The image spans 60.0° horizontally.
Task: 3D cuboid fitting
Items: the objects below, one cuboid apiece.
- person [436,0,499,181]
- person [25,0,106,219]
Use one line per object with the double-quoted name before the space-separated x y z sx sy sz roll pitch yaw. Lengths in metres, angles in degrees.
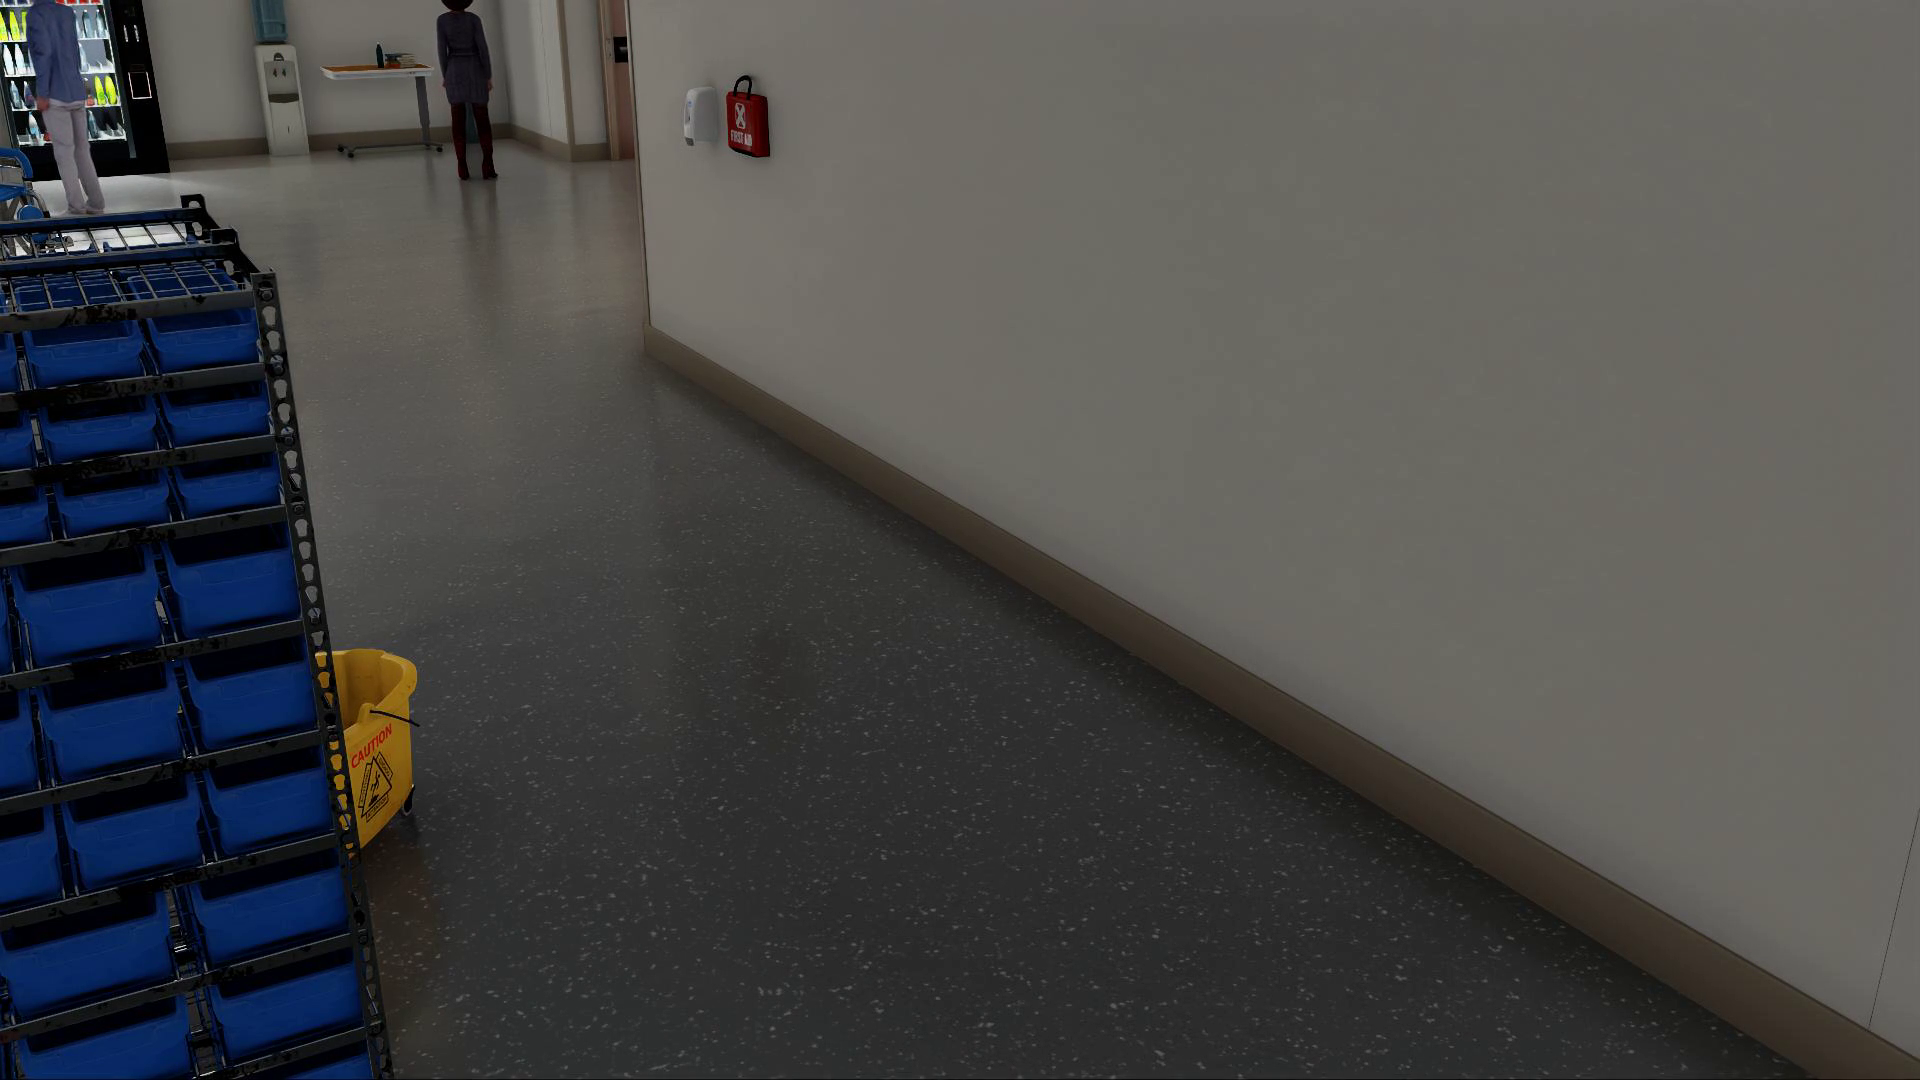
"person" -4.329 -4.038 14.573 0.601 1.710 0.723 -1 21 -3
"person" -6.824 -3.394 12.622 0.773 1.888 0.744 2 21 7
